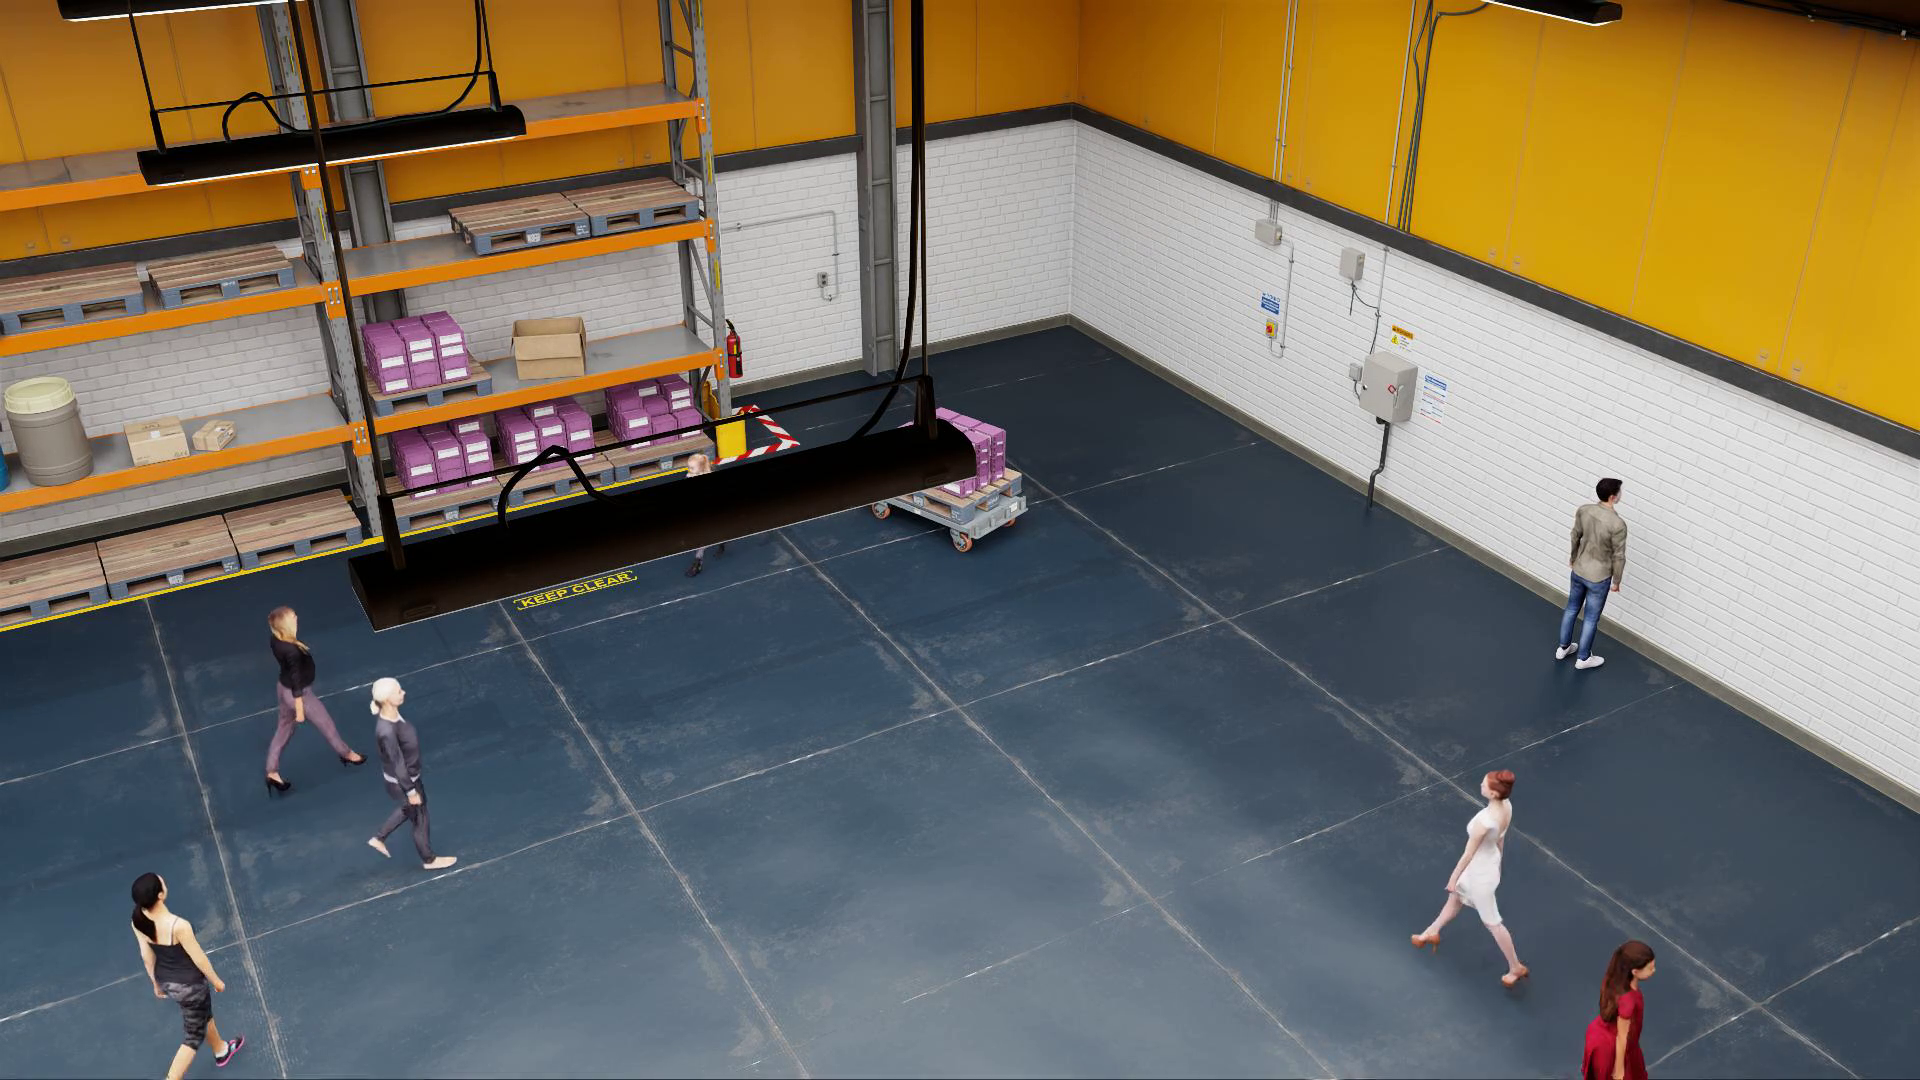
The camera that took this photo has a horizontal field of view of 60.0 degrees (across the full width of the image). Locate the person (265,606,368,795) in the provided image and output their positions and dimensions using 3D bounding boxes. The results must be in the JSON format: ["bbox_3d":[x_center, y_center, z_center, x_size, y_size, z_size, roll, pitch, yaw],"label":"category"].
[{"bbox_3d":[-5.420,1.336,13.361,1.103,1.610,0.786,-25,37,-38],"label":"person"}]

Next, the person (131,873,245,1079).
[{"bbox_3d":[-4.944,2.867,10.463,0.991,1.698,1.116,10,30,18],"label":"person"}]

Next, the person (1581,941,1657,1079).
[{"bbox_3d":[3.935,3.091,10.214,0.893,1.543,0.829,7,29,12],"label":"person"}]

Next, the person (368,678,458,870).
[{"bbox_3d":[-4.229,1.774,12.449,0.906,1.714,0.731,-9,30,-17],"label":"person"}]

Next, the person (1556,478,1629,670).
[{"bbox_3d":[5.697,0.290,15.010,0.571,1.867,0.710,-17,33,-29],"label":"person"}]

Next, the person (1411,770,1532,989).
[{"bbox_3d":[3.648,2.351,11.357,0.918,1.748,1.109,22,35,34],"label":"person"}]

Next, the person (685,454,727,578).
[{"bbox_3d":[-2.569,-0.295,16.717,0.694,1.260,0.926,21,35,33],"label":"person"}]
